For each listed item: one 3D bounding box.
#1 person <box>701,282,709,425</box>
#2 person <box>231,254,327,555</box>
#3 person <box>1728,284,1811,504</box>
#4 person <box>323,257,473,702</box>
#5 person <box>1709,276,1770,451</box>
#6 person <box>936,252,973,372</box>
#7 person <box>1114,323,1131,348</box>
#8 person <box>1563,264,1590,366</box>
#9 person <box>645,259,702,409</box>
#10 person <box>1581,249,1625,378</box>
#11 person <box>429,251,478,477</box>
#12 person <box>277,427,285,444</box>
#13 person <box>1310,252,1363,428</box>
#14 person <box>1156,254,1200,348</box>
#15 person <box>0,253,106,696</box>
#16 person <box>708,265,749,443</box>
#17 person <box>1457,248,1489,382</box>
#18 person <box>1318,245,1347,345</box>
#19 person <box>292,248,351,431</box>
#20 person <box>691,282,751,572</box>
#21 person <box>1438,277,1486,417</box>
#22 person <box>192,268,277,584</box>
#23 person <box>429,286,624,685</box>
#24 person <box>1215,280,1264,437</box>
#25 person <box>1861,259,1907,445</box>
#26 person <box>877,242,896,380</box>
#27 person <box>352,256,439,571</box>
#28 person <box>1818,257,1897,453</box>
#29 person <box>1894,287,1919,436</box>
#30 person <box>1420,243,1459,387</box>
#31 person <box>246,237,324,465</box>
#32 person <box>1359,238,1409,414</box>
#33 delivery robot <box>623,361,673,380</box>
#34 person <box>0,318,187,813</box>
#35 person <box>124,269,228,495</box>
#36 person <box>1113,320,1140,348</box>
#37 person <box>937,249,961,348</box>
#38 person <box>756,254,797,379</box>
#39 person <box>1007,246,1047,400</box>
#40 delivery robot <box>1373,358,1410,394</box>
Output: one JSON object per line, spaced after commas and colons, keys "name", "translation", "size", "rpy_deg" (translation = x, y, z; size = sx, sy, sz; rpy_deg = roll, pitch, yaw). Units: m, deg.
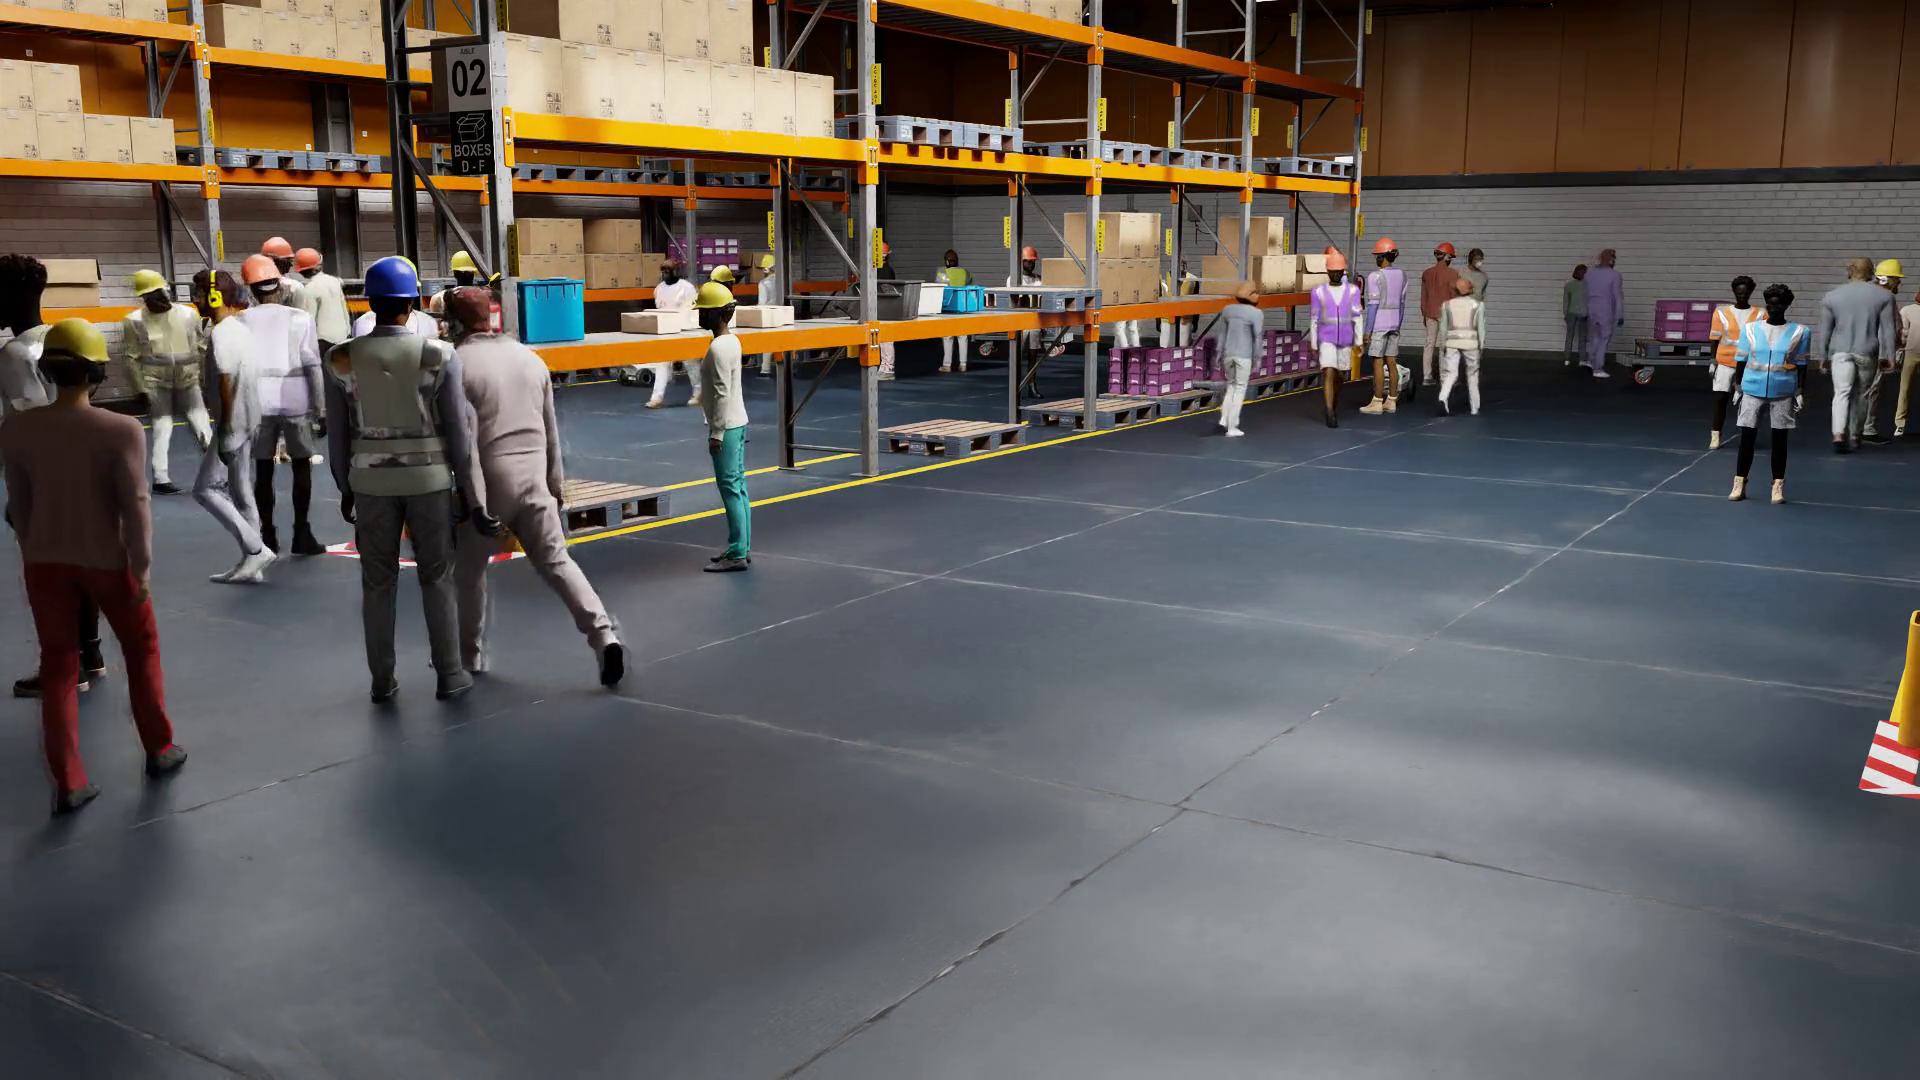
{"name": "person", "translation": [-2.634, -2.058, 18.152], "size": [0.523, 1.636, 0.311], "rpy_deg": [4, 11, 23]}
{"name": "person", "translation": [-4.364, -0.843, 10.641], "size": [0.587, 1.922, 0.365], "rpy_deg": [-2, 10, -12]}
{"name": "person", "translation": [6.237, -1.124, 12.823], "size": [0.533, 1.692, 0.319], "rpy_deg": [6, 12, 30]}
{"name": "person", "translation": [-2.439, -0.251, 7.280], "size": [0.605, 1.949, 0.384], "rpy_deg": [-1, 10, -8]}
{"name": "person", "translation": [7.472, -1.691, 15.992], "size": [0.533, 1.687, 0.320], "rpy_deg": [4, 11, 22]}
{"name": "person", "translation": [-0.113, -3.511, 25.653], "size": [0.619, 1.840, 0.430], "rpy_deg": [-5, 11, -26]}
{"name": "person", "translation": [2.882, -4.237, 29.542], "size": [0.575, 1.885, 0.355], "rpy_deg": [-4, 11, -23]}
{"name": "person", "translation": [9.974, -3.621, 26.824], "size": [0.500, 1.633, 0.282], "rpy_deg": [8, 13, 38]}
{"name": "person", "translation": [-3.430, -2.487, 20.103], "size": [0.639, 1.796, 0.964], "rpy_deg": [5, 11, 26]}
{"name": "person", "translation": [9.505, -3.336, 24.539], "size": [0.454, 1.889, 0.675], "rpy_deg": [-5, 12, -28]}
{"name": "person", "translation": [-4.243, -1.514, 14.328], "size": [0.586, 1.930, 0.359], "rpy_deg": [-6, 12, -31]}
{"name": "person", "translation": [-6.834, -1.827, 16.577], "size": [0.301, 1.745, 0.483], "rpy_deg": [1, 10, 6]}
{"name": "person", "translation": [4.116, -2.210, 18.286], "size": [0.555, 1.907, 0.938], "rpy_deg": [0, 10, 2]}
{"name": "person", "translation": [3.006, -3.034, 23.023], "size": [0.627, 1.836, 0.428], "rpy_deg": [0, 10, 3]}
{"name": "person", "translation": [-4.103, -0.290, 7.443], "size": [0.361, 1.962, 0.615], "rpy_deg": [-1, 10, -8]}
{"name": "person", "translation": [-2.358, -1.848, 16.625], "size": [0.525, 1.772, 0.309], "rpy_deg": [10, 14, 44]}
{"name": "person", "translation": [7.286, -3.236, 23.905], "size": [0.622, 1.916, 0.713], "rpy_deg": [-4, 11, -22]}
{"name": "person", "translation": [5.684, -3.544, 25.556], "size": [0.551, 1.937, 0.357], "rpy_deg": [-3, 11, -14]}
{"name": "person", "translation": [-6.768, -2.149, 17.840], "size": [0.389, 1.948, 0.758], "rpy_deg": [3, 11, 15]}
{"name": "person", "translation": [-1.468, -0.685, 10.191], "size": [0.328, 1.767, 0.532], "rpy_deg": [0, 10, 1]}
{"name": "person", "translation": [5.771, -2.222, 19.158], "size": [0.526, 1.606, 0.718], "rpy_deg": [5, 11, 26]}
{"name": "person", "translation": [-4.294, -0.648, 9.725], "size": [0.377, 1.856, 0.538], "rpy_deg": [-1, 10, -7]}
{"name": "person", "translation": [-2.007, -0.240, 7.571], "size": [1.060, 1.837, 0.664], "rpy_deg": [7, 12, 33]}
{"name": "person", "translation": [2.884, -1.871, 17.186], "size": [0.524, 1.604, 0.402], "rpy_deg": [10, 14, 44]}
{"name": "person", "translation": [9.158, -1.873, 16.592], "size": [0.403, 1.828, 0.594], "rpy_deg": [3, 11, 14]}
{"name": "person", "translation": [-1.126, -3.320, 24.151], "size": [0.390, 1.992, 0.624], "rpy_deg": [-3, 11, -15]}
{"name": "person", "translation": [-3.430, -0.781, 10.276], "size": [0.378, 1.925, 0.591], "rpy_deg": [7, 12, 34]}
{"name": "person", "translation": [8.581, -1.767, 15.920], "size": [0.695, 1.874, 1.015], "rpy_deg": [6, 12, 28]}
{"name": "person", "translation": [9.901, -1.864, 17.114], "size": [0.496, 1.629, 0.277], "rpy_deg": [5, 11, 26]}
{"name": "person", "translation": [6.680, -3.124, 23.095], "size": [0.393, 1.985, 0.611], "rpy_deg": [-8, 13, -36]}
{"name": "person", "translation": [-6.064, -1.683, 14.939], "size": [0.606, 2.048, 0.366], "rpy_deg": [3, 11, 17]}
{"name": "person", "translation": [4.927, -2.486, 19.400], "size": [0.608, 2.044, 0.372], "rpy_deg": [-7, 13, -36]}
{"name": "delivery robot", "translation": [-4.331, -2.452, 23.076], "size": [0.477, 0.478, 0.707], "rpy_deg": [9, 13, 40]}
{"name": "person", "translation": [-3.157, 0.071, 6.072], "size": [0.534, 1.739, 0.757], "rpy_deg": [-1, 10, -5]}
{"name": "person", "translation": [-6.249, -1.251, 13.256], "size": [0.673, 1.794, 0.421], "rpy_deg": [-7, 12, -33]}
{"name": "person", "translation": [2.698, -3.748, 26.828], "size": [0.781, 1.904, 0.358], "rpy_deg": [-9, 14, -42]}
{"name": "person", "translation": [-0.174, -4.442, 30.764], "size": [0.534, 1.851, 0.476], "rpy_deg": [0, 10, 3]}
{"name": "person", "translation": [-2.683, -3.228, 24.129], "size": [0.632, 1.815, 0.646], "rpy_deg": [-10, 14, -43]}
{"name": "person", "translation": [0.857, -2.753, 21.159], "size": [0.545, 1.942, 0.354], "rpy_deg": [-4, 11, -23]}
{"name": "delivery robot", "translation": [5.376, -2.021, 20.685], "size": [0.477, 0.478, 0.707], "rpy_deg": [5, 11, 24]}
